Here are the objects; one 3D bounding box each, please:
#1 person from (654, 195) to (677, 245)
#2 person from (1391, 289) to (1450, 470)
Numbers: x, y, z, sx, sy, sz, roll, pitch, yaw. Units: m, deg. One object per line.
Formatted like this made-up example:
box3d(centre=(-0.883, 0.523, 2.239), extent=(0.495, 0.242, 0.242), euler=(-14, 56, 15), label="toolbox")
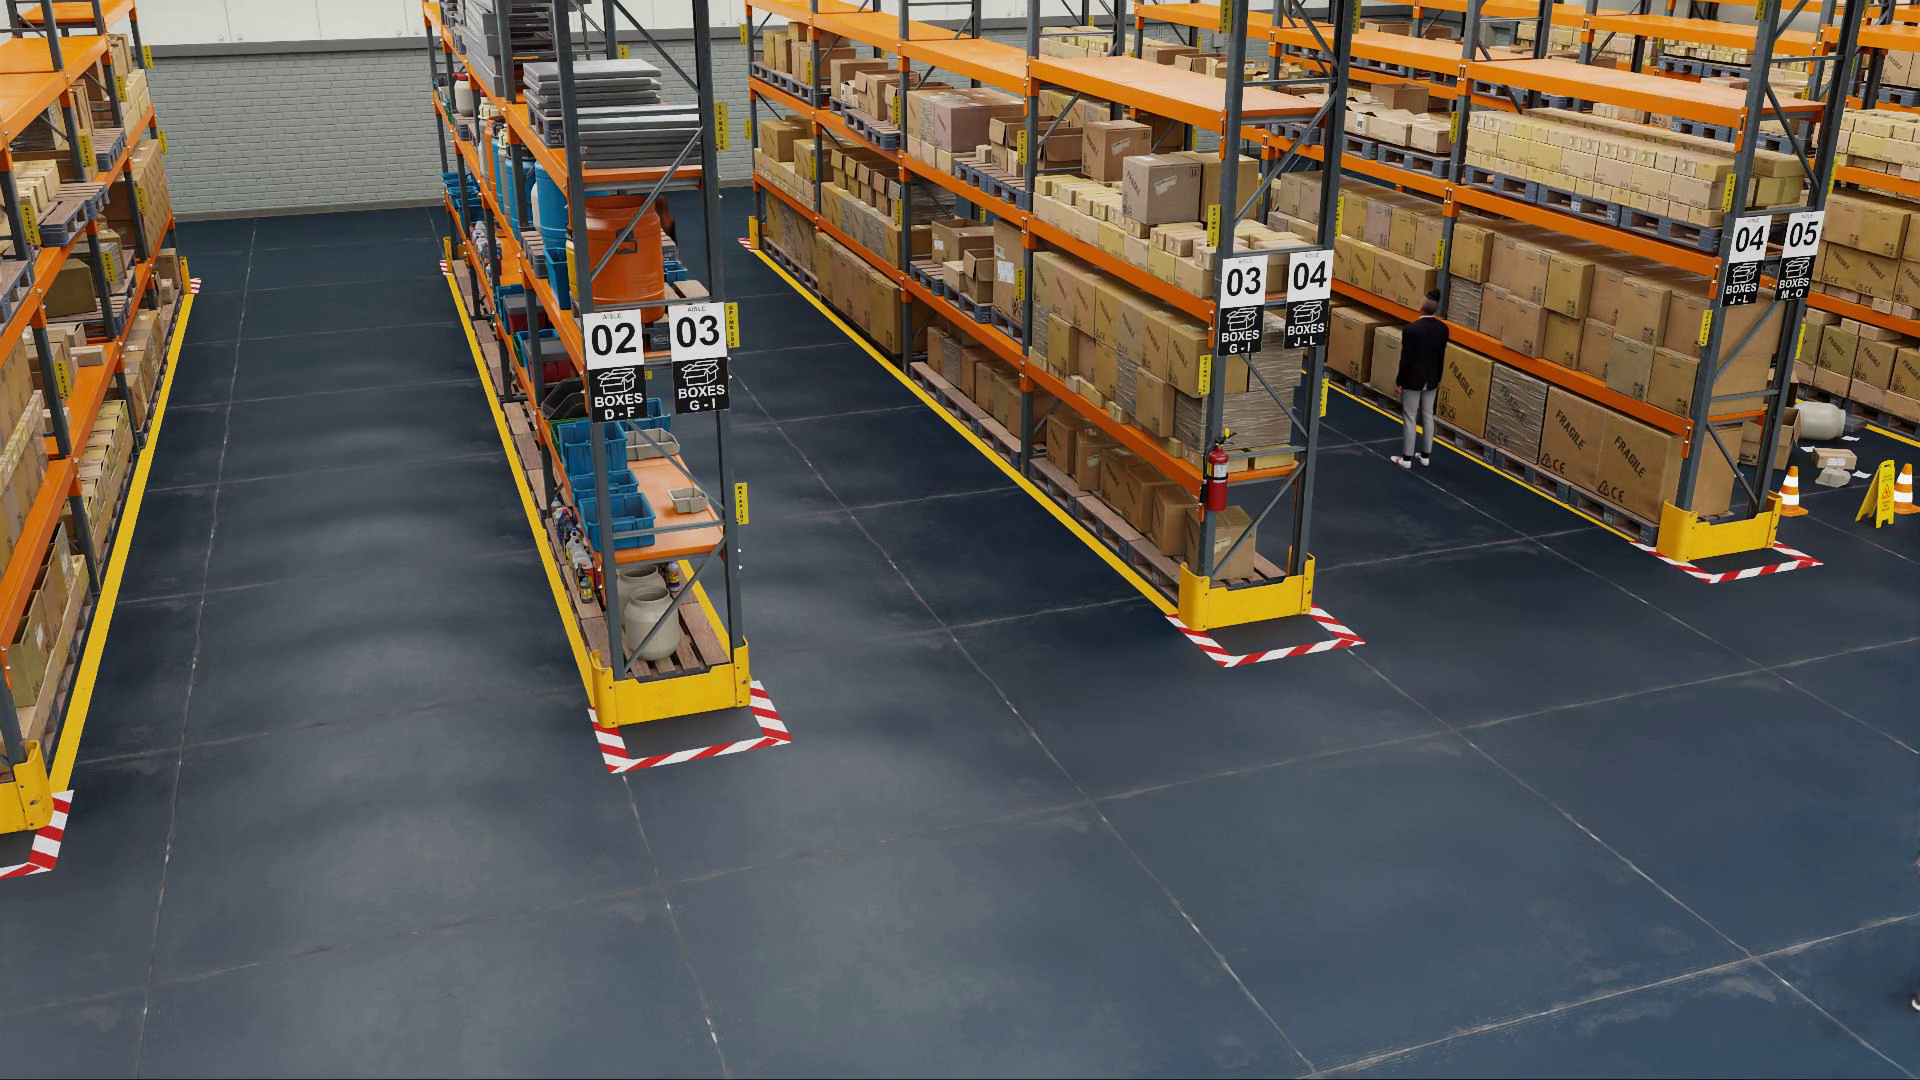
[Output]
box3d(centre=(-4.244, -4.049, 23.722), extent=(0.689, 1.684, 0.959), euler=(-11, 25, -26), label="person")
box3d(centre=(4.913, -1.730, 17.701), extent=(0.701, 1.950, 0.586), euler=(-7, 23, -16), label="person")
